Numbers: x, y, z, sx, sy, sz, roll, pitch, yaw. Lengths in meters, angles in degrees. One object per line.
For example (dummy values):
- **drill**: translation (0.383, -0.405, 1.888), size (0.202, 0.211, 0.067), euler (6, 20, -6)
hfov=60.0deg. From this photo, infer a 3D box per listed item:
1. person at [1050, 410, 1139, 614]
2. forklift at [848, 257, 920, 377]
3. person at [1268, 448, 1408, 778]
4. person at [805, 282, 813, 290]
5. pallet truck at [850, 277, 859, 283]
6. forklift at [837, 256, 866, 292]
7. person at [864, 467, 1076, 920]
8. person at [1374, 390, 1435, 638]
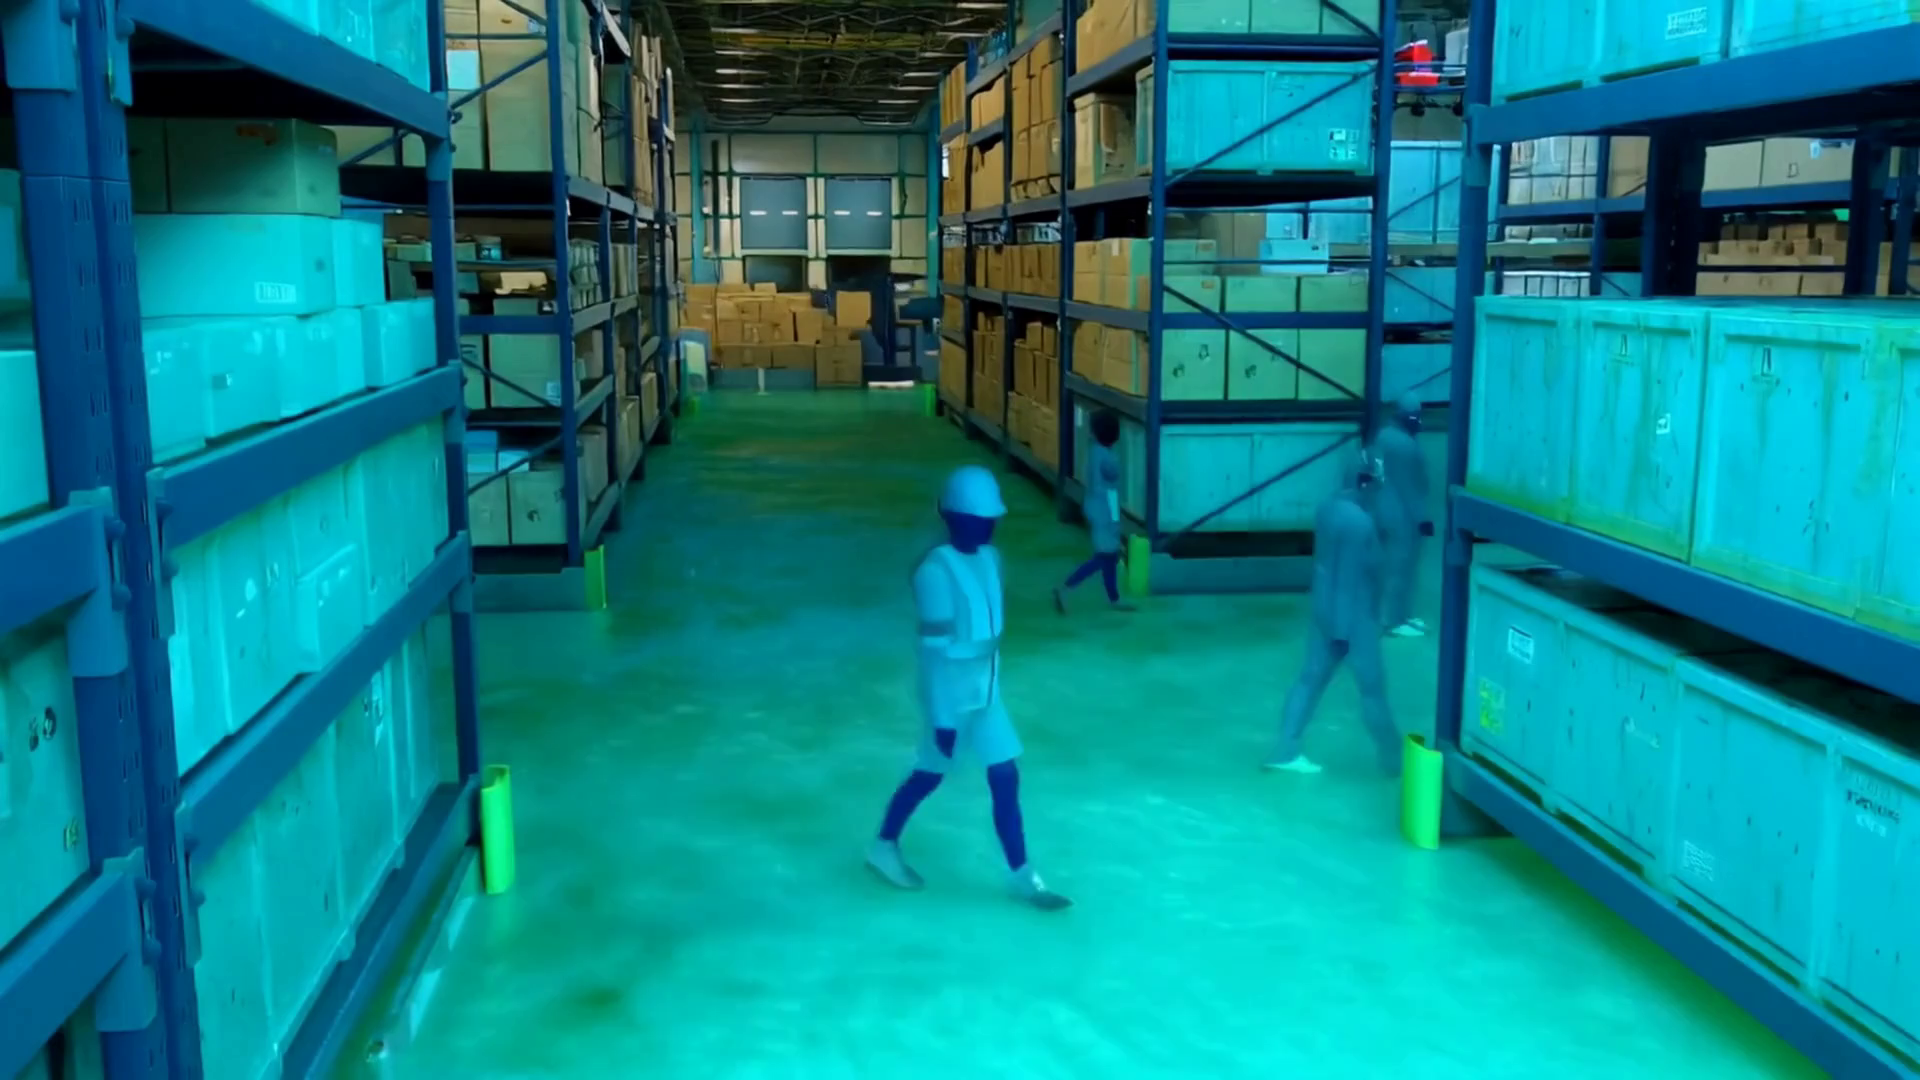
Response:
- **person**: translation (1.083, -0.204, 13.232), size (0.701, 1.678, 0.539), euler (-1, 10, -7)
- **forklift**: translation (-1.937, -5.254, 39.155), size (1.873, 2.768, 1.129), euler (-1, 10, -7)
- **person**: translation (2.192, 0.413, 9.162), size (0.988, 1.848, 0.649), euler (-1, 10, -5)
- **person**: translation (-5.404, -8.505, 60.910), size (0.737, 1.914, 0.652), euler (-6, 12, -32)
- **pallet truck**: translation (-3.782, -9.391, 65.808), size (1.885, 1.965, 0.823), euler (2, 10, 10)
- **forklift**: translation (-3.654, -8.205, 56.335), size (1.129, 2.768, 1.873), euler (-6, 12, -33)
- **person**: translation (-0.016, 0.660, 7.344), size (1.059, 1.993, 0.630), euler (6, 11, 32)
- **person**: translation (3.388, -0.189, 12.563), size (0.531, 1.888, 0.663), euler (2, 10, 12)
